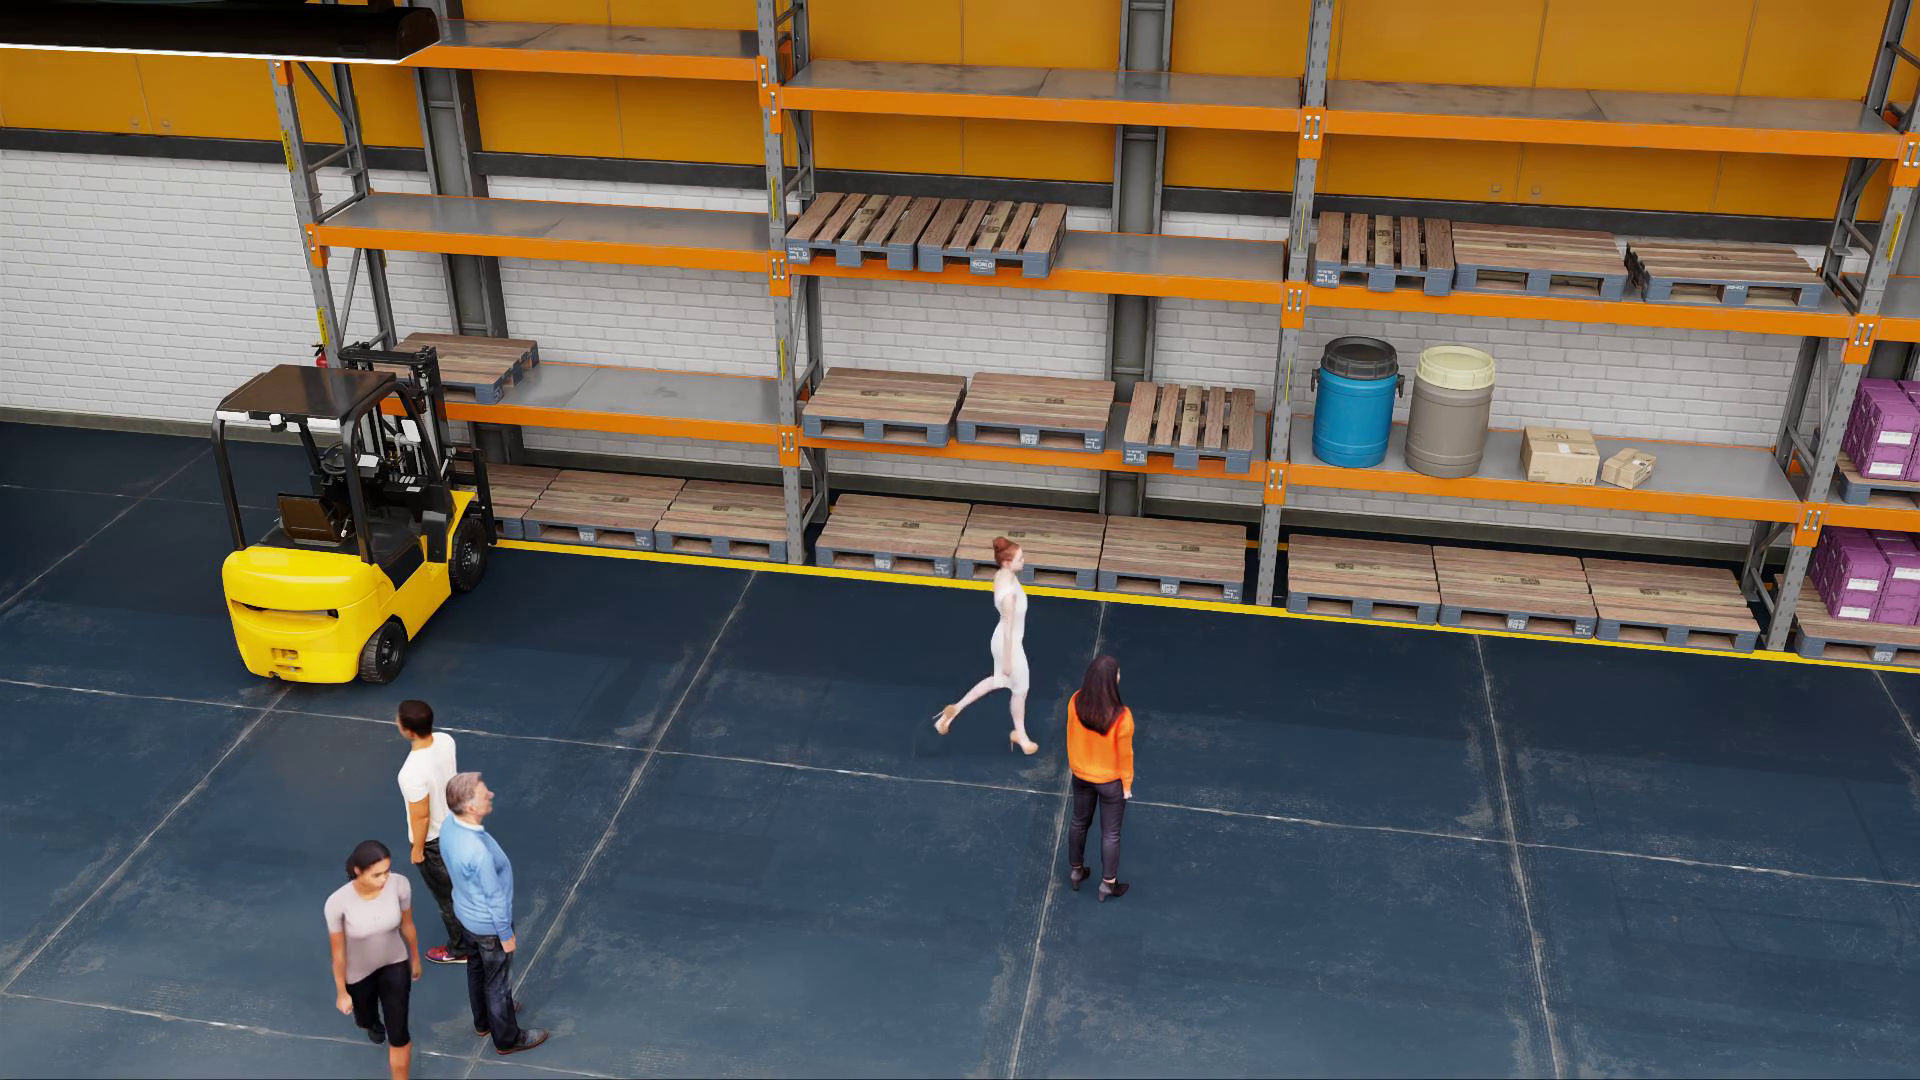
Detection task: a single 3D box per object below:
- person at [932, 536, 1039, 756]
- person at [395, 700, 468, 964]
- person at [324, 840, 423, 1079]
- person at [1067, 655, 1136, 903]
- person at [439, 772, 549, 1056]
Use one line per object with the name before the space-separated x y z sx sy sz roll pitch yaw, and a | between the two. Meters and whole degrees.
person | 0.236 0.764 11.514 1.037 1.773 0.728 -1 29 -2
person | -3.060 1.698 9.772 0.513 1.799 0.626 5 29 9
person | -3.138 2.257 8.847 1.118 1.705 1.140 -13 31 -23
person | 0.856 1.461 10.261 0.649 1.749 0.766 21 35 33
person | -2.621 2.037 9.135 0.807 1.814 0.726 -22 35 -34
